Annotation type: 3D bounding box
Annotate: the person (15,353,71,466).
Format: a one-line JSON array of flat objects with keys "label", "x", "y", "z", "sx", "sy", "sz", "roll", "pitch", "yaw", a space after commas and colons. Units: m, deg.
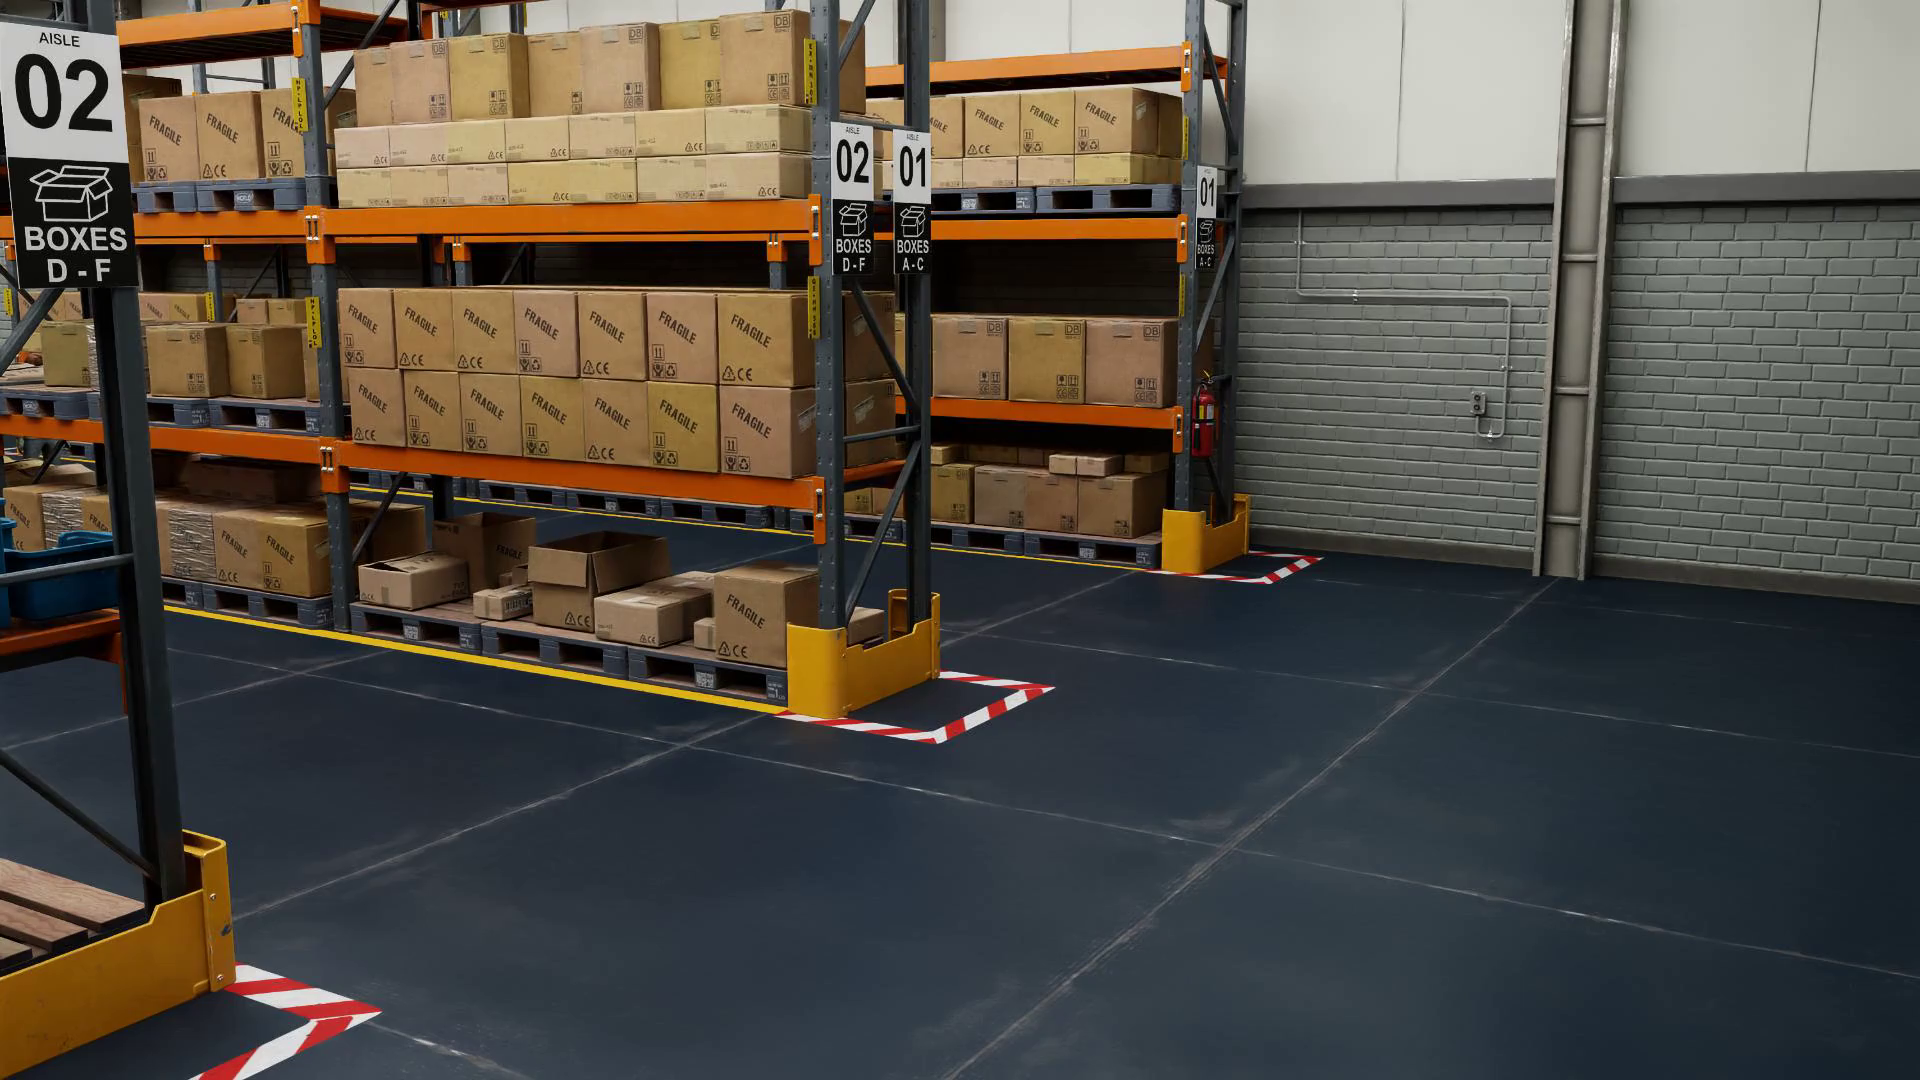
[{"label": "person", "x": -8.636, "y": -0.942, "z": 15.645, "sx": 0.283, "sy": 1.633, "sz": 0.497, "roll": 6, "pitch": 12, "yaw": 33}]
